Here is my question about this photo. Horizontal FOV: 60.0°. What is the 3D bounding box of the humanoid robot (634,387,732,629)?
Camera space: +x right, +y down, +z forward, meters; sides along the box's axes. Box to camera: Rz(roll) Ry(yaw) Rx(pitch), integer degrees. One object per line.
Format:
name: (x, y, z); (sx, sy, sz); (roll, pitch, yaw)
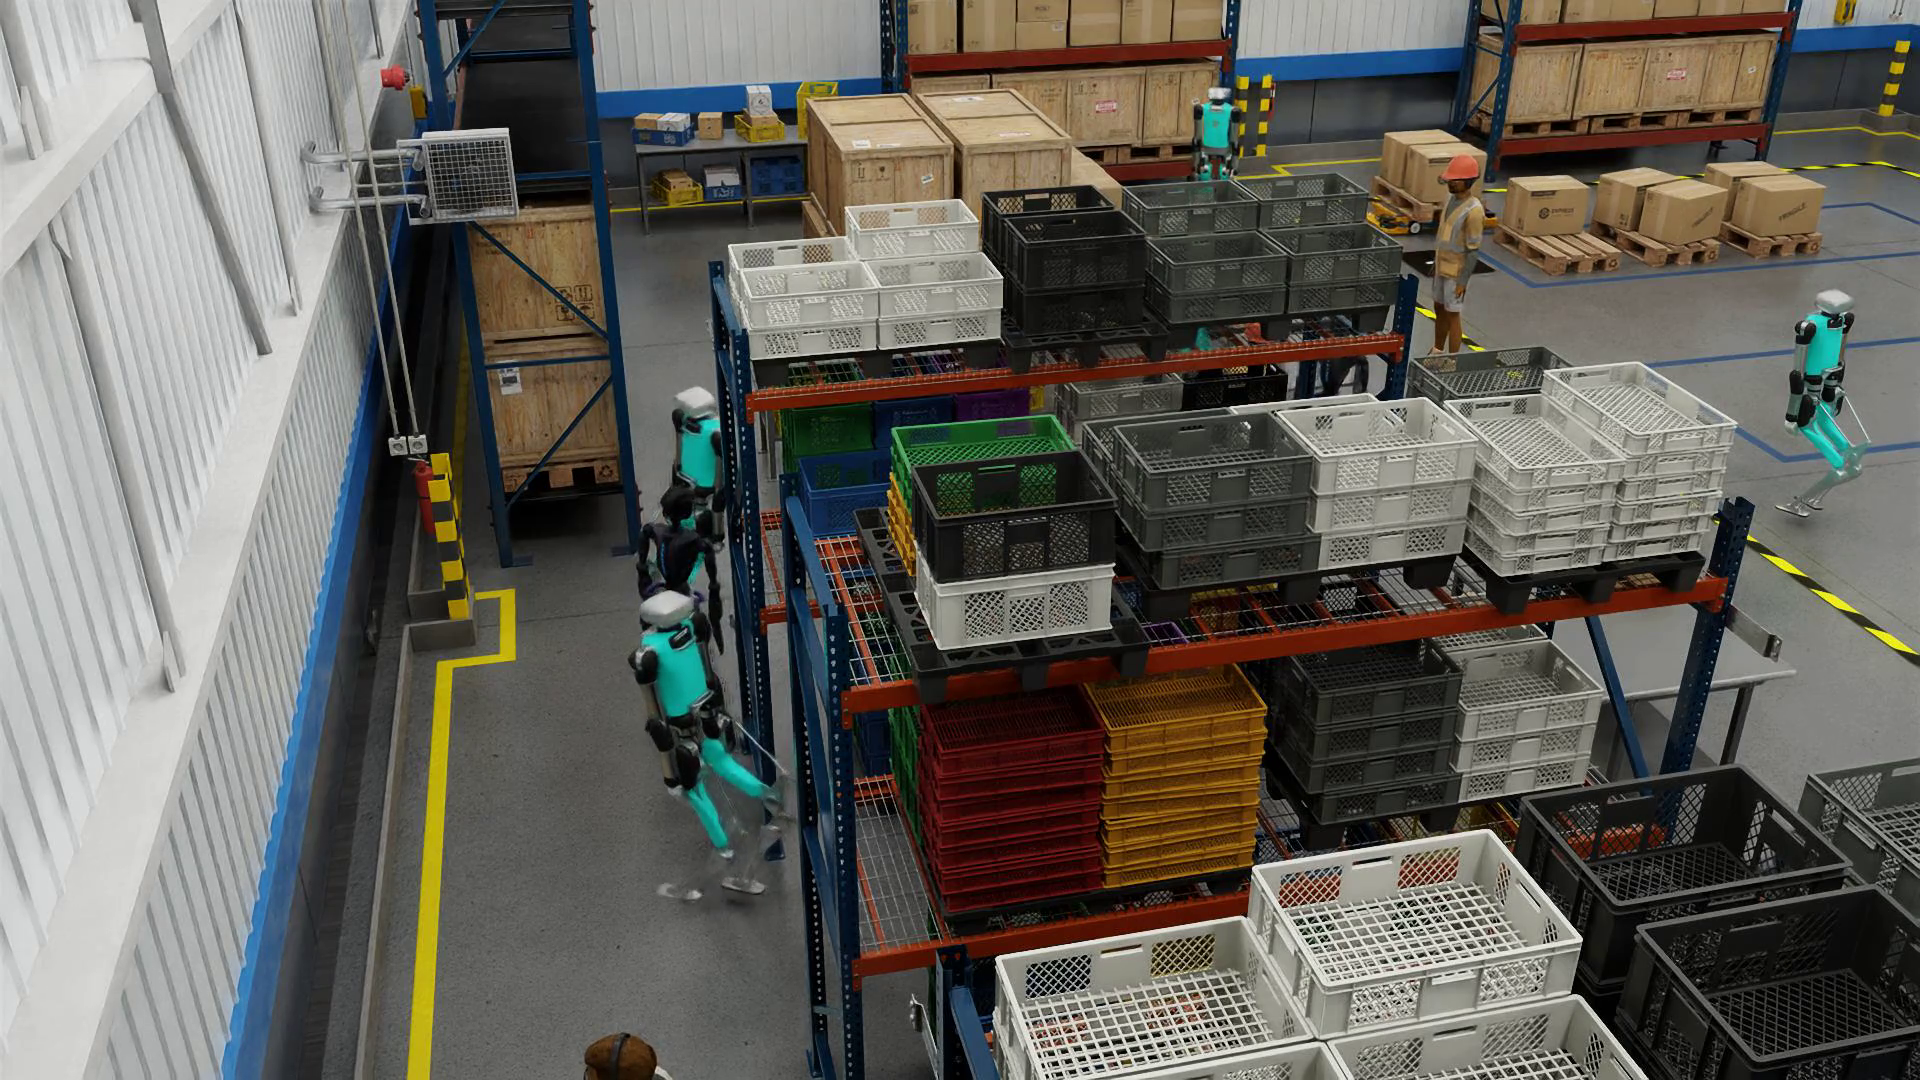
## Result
humanoid robot: (-1.840, -0.004, 10.572); (0.808, 1.884, 0.547); (-23, 36, -37)

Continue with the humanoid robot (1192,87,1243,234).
humanoid robot: (2.864, -4.092, 18.337); (0.530, 1.886, 0.769); (10, 30, 19)

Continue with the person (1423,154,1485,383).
person: (4.319, -2.393, 14.688); (0.375, 2.040, 0.613); (-5, 28, -9)

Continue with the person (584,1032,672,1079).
person: (-1.067, 2.420, 5.764); (0.325, 1.843, 0.513); (-2, 28, -3)

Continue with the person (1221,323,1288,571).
person: (2.030, -0.670, 11.523); (0.343, 1.940, 0.550); (-24, 36, -37)

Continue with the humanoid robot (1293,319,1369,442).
humanoid robot: (2.721, -0.921, 12.334); (0.603, 1.625, 0.785); (17, 32, 29)

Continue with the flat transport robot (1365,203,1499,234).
flat transport robot: (5.390, -3.751, 19.133); (1.431, 0.197, 0.652); (-6, 28, -12)

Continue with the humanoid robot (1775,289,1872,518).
humanoid robot: (6.371, -0.937, 12.101); (0.533, 1.681, 0.735); (-14, 31, -25)

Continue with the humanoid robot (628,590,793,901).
humanoid robot: (-1.174, 1.132, 8.357); (0.826, 1.775, 0.530); (13, 30, 23)

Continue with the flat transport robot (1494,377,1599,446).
flat transport robot: (4.780, -1.036, 14.013); (0.659, 0.231, 1.431); (-6, 28, -12)

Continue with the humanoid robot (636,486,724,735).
humanoid robot: (-1.659, 0.433, 9.725); (0.589, 1.632, 0.348); (11, 30, 20)

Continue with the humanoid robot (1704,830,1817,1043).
humanoid robot: (3.430, 1.905, 6.991); (0.792, 1.634, 0.614); (-18, 33, -31)

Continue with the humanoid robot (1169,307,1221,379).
humanoid robot: (1.975, -1.156, 12.676); (0.893, 1.767, 0.534); (-19, 33, -32)
